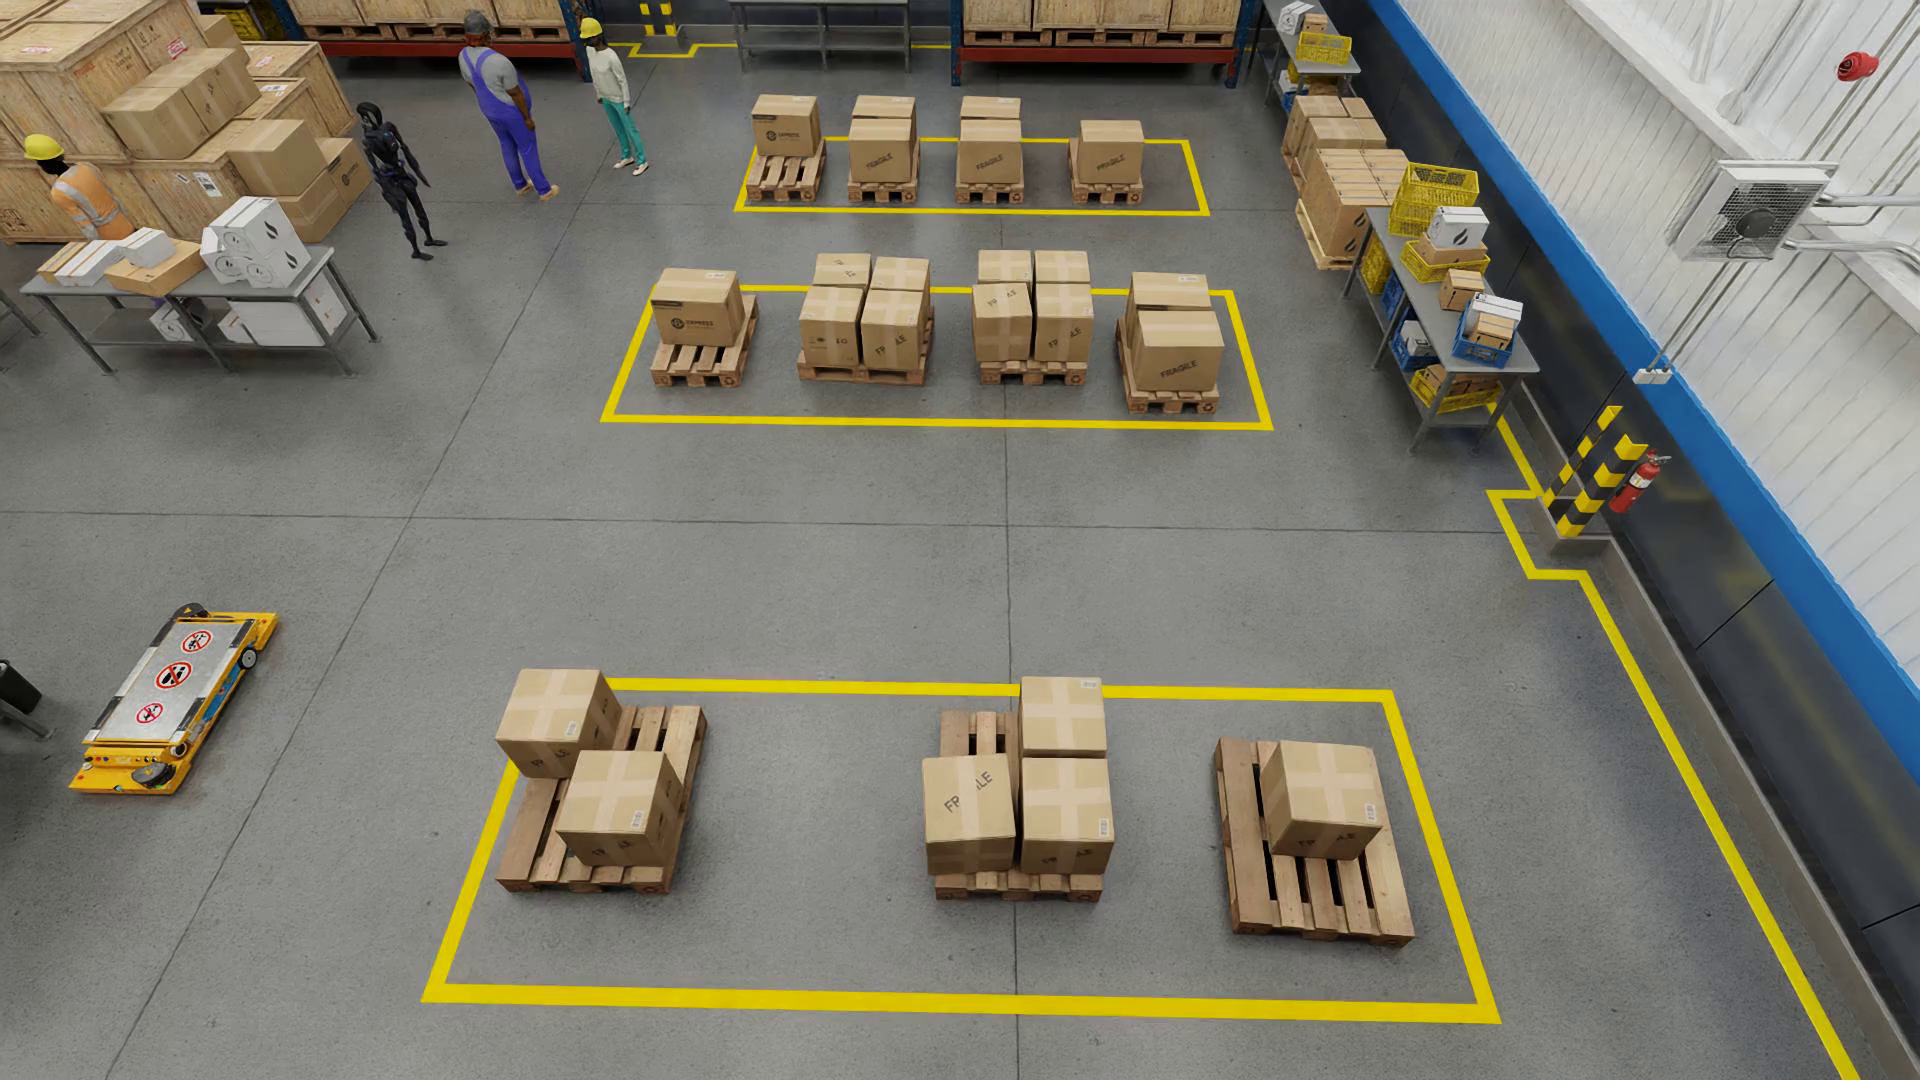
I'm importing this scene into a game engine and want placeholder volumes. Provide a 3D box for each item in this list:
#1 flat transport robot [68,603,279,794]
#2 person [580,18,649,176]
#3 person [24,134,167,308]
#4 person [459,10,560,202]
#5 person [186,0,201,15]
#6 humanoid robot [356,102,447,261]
[{"bbox_3d":[-5.504,1.072,6.442,0.652,0.197,1.431,1,50,1],"label":"flat transport robot"},{"bbox_3d":[-4.084,-5.187,10.774,0.528,1.767,0.327,28,55,22],"label":"person"},{"bbox_3d":[-8.098,-2.917,8.747,0.356,1.930,0.586,-4,50,-4],"label":"person"},{"bbox_3d":[-5.080,-4.867,10.325,0.680,2.000,0.536,20,53,16],"label":"person"},{"bbox_3d":[-10.330,-6.953,12.137,0.431,1.977,0.602,13,51,11],"label":"person"},{"bbox_3d":[-5.893,-3.761,9.626,0.342,1.647,0.576,7,50,6],"label":"humanoid robot"}]
